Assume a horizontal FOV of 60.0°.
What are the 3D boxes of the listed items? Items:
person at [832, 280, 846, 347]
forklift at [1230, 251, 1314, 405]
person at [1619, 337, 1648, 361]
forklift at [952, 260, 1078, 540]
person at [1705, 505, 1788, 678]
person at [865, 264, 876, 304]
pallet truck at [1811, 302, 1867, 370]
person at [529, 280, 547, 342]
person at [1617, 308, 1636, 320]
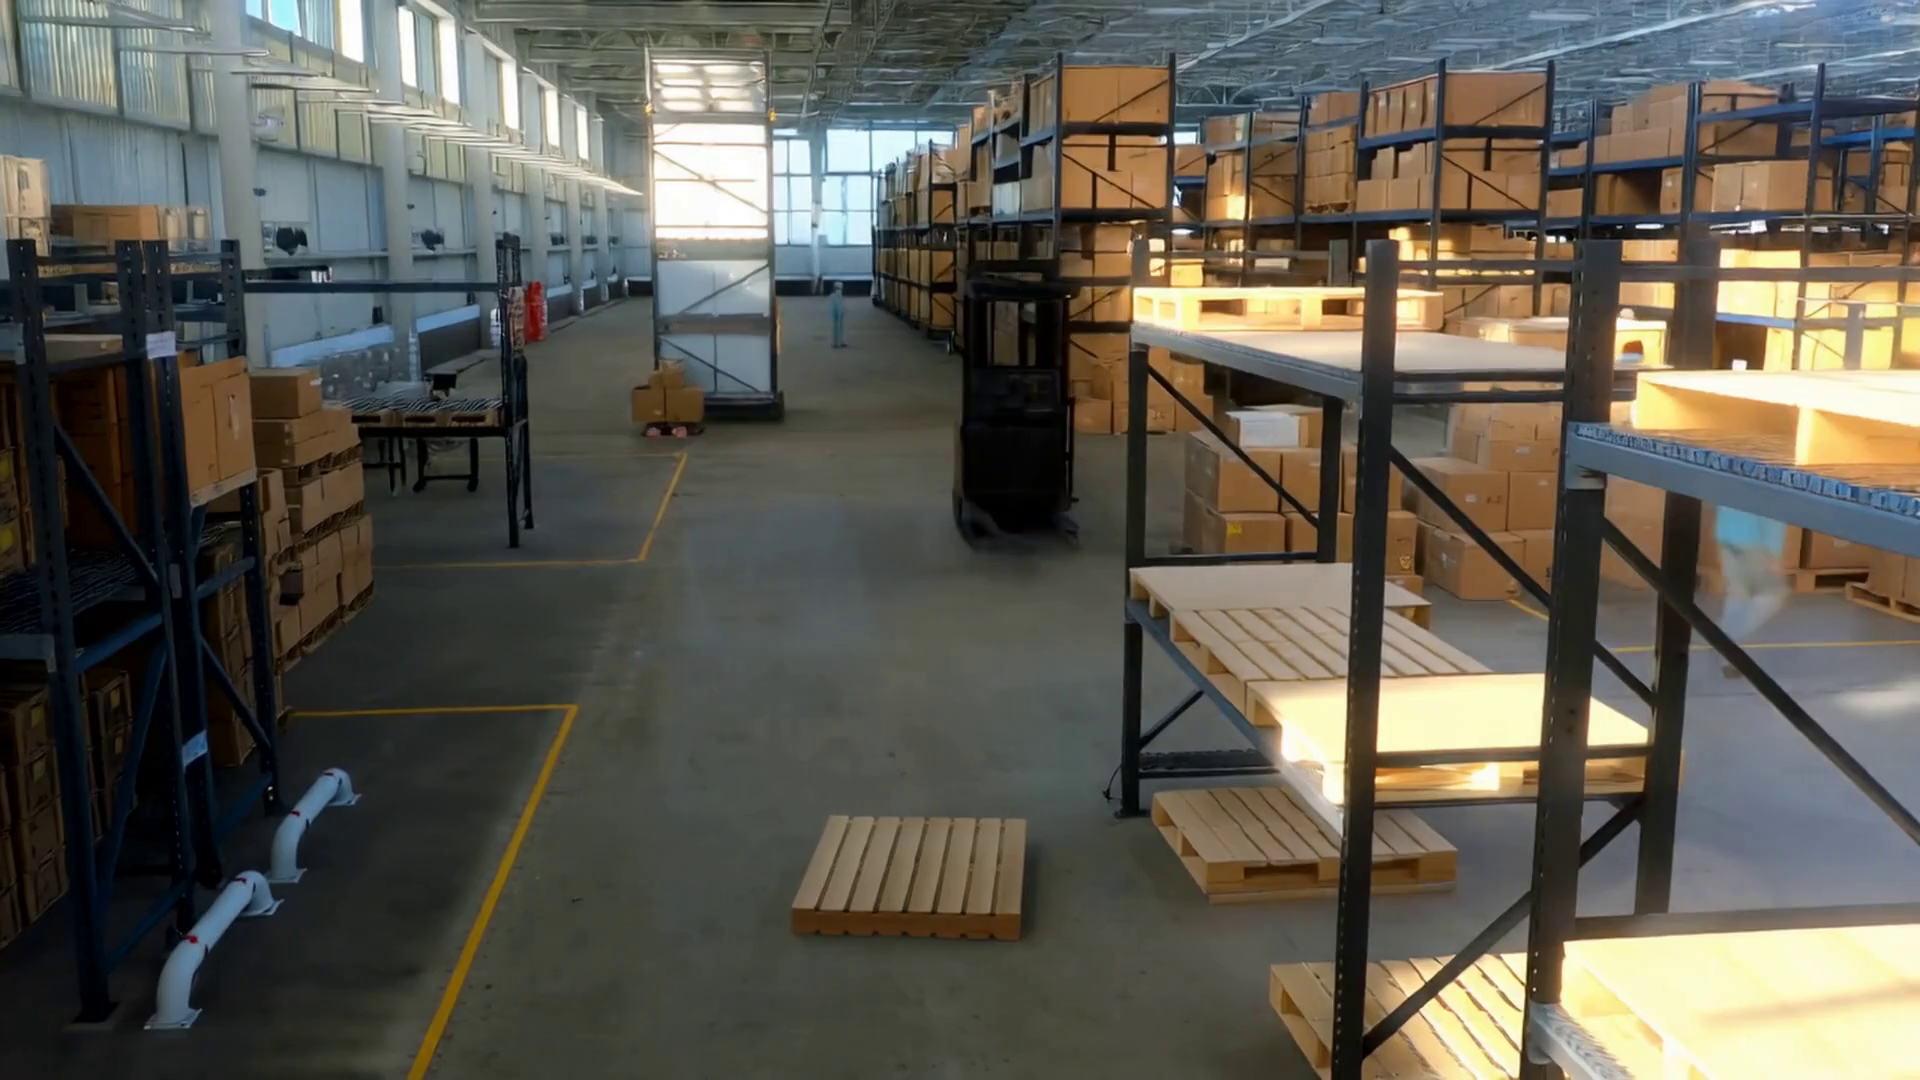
[{"bbox_3d":[-3.427,-6.438,47.315,0.401,1.904,0.646,-2,10,-10],"label":"person"},{"bbox_3d":[5.803,-3.980,30.986,1.129,2.768,1.873,-1,10,-6],"label":"forklift"},{"bbox_3d":[7.659,-1.363,19.121,0.407,1.933,0.585,2,10,11],"label":"person"},{"bbox_3d":[0.531,-1.524,17.378,1.129,2.768,1.873,-1,10,-6],"label":"forklift"},{"bbox_3d":[5.387,0.032,11.407,0.486,1.922,0.641,-3,11,-18],"label":"person"},{"bbox_3d":[-4.237,-12.034,78.332,0.652,1.900,0.695,-4,11,-19],"label":"person"},{"bbox_3d":[15.846,-3.142,28.793,1.885,1.965,0.823,2,10,12],"label":"pallet truck"},{"bbox_3d":[-12.600,-6.836,49.721,0.561,1.836,0.393,3,11,18],"label":"person"},{"bbox_3d":[10.329,-2.602,25.847,0.458,1.974,0.629,-3,11,-15],"label":"person"}]
